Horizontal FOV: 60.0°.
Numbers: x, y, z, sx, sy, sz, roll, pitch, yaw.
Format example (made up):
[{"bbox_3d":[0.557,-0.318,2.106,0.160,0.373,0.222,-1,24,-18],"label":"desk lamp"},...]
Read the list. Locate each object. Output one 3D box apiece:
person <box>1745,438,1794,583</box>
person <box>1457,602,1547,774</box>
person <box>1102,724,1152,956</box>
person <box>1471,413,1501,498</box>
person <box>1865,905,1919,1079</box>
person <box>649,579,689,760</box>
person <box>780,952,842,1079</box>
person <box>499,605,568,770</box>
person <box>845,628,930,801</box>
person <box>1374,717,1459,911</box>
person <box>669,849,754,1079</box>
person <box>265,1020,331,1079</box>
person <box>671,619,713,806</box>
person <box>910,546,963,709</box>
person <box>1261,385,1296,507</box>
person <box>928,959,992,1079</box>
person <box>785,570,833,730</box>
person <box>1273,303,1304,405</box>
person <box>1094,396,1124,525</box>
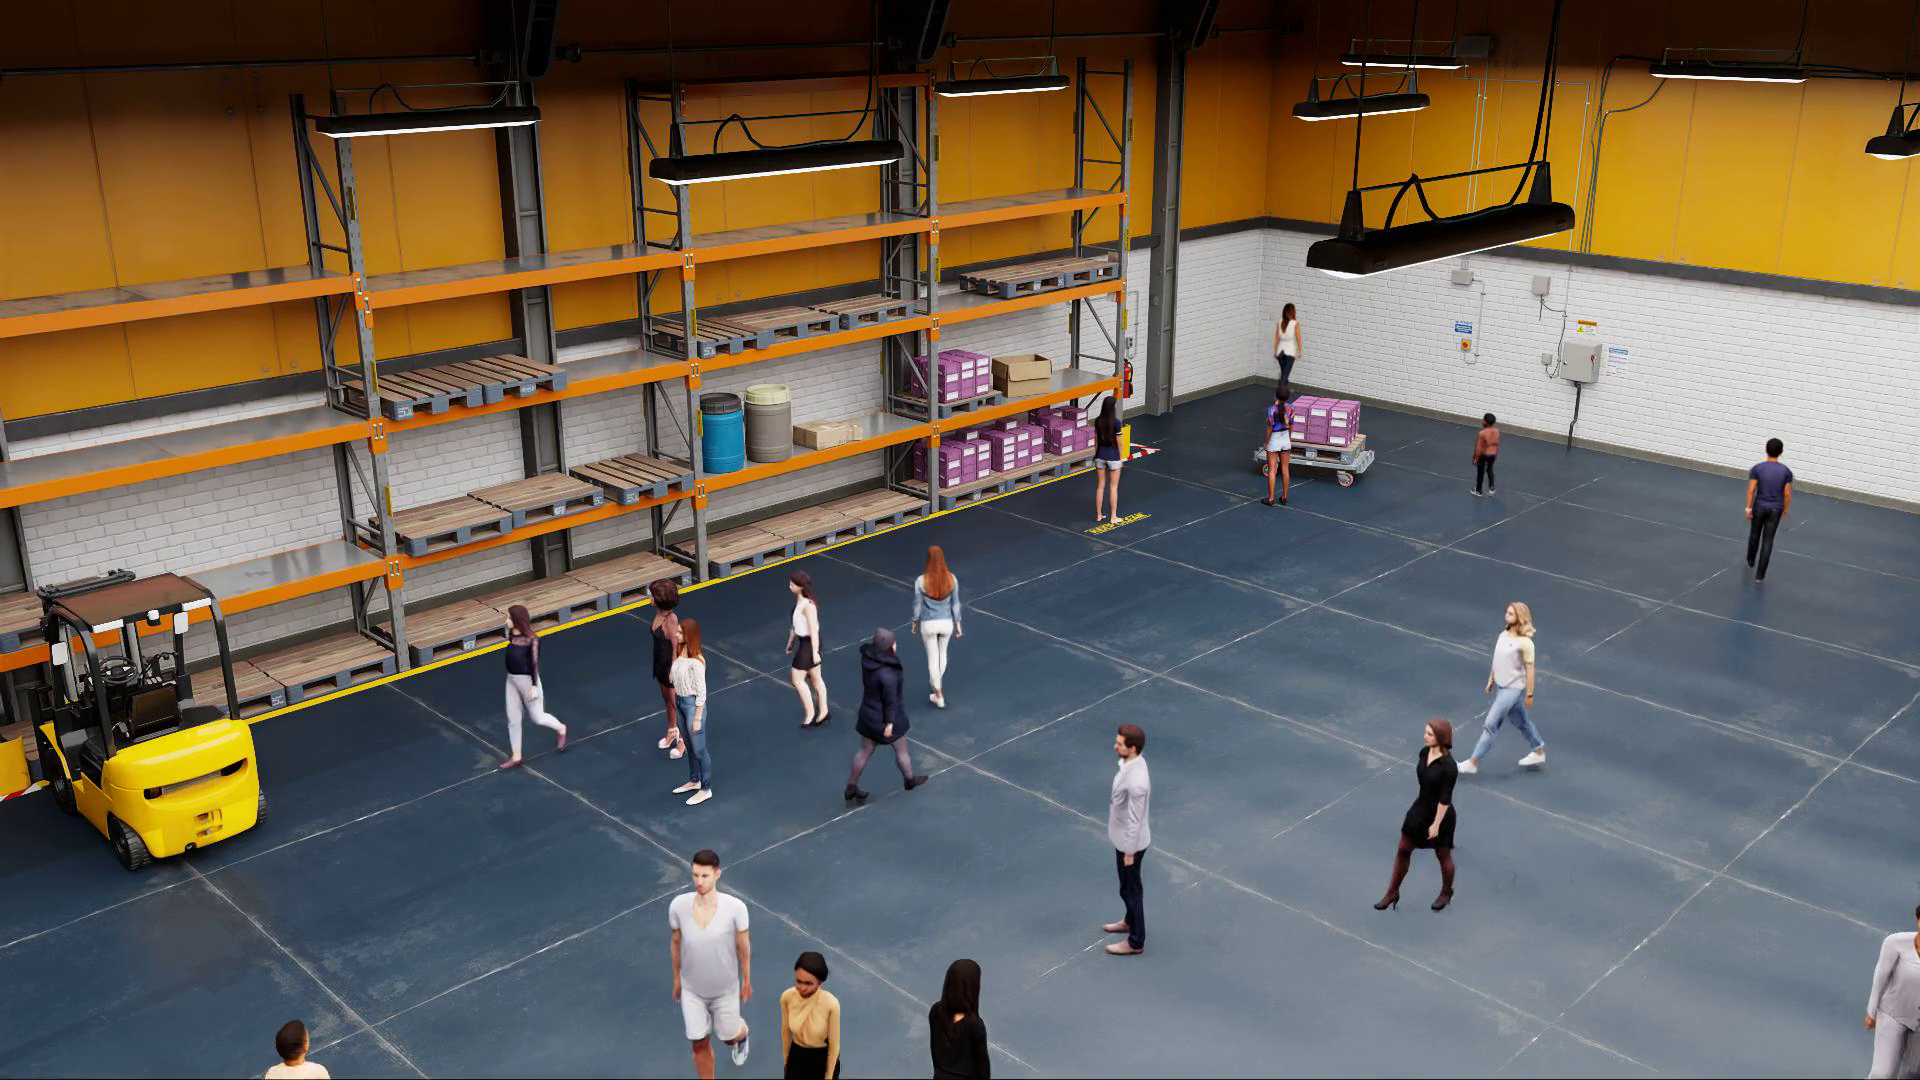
[{"bbox_3d":[9.922,-0.328,20.432,0.884,1.744,1.233,9,21,26],"label":"person"},{"bbox_3d":[5.185,1.397,15.431,1.266,1.668,1.057,-4,19,-13],"label":"person"},{"bbox_3d":[1.298,2.244,12.636,0.814,1.847,0.740,1,19,3],"label":"person"},{"bbox_3d":[7.576,-1.209,23.827,0.663,1.249,0.725,-6,19,-17],"label":"person"},{"bbox_3d":[6.047,3.004,10.580,0.806,1.718,0.887,6,20,17],"label":"person"},{"bbox_3d":[-2.761,1.207,15.806,0.611,1.788,0.618,-11,21,-29],"label":"person"},{"bbox_3d":[-0.858,3.192,10.150,0.784,1.637,0.899,4,19,12],"label":"person"},{"bbox_3d":[-4.040,1.364,15.653,0.666,1.589,0.991,14,23,37],"label":"person"},{"bbox_3d":[-0.777,1.594,14.897,1.108,1.635,0.771,-12,22,-33],"label":"person"},{"bbox_3d":[3.807,2.179,13.092,0.999,1.679,0.793,-9,20,-24],"label":"person"},{"bbox_3d":[-1.607,2.838,10.884,1.016,1.840,1.119,2,19,7],"label":"person"},{"bbox_3d":[-3.799,3.468,9.625,0.780,1.449,0.831,-1,19,-2],"label":"person"},{"bbox_3d":[-2.414,1.519,14.974,0.564,1.729,0.615,-12,22,-32],"label":"person"},{"bbox_3d":[-0.214,0.914,16.853,0.887,1.675,0.899,-6,19,-16],"label":"person"},{"bbox_3d":[4.500,-1.342,23.446,0.604,1.743,0.725,-6,20,-17],"label":"person"},{"bbox_3d":[-0.003,3.257,9.949,0.610,1.642,0.577,12,22,32],"label":"person"},{"bbox_3d":[-1.406,1.085,16.442,0.774,1.614,0.714,-6,19,-16],"label":"person"},{"bbox_3d":[5.660,-3.204,28.988,0.667,1.735,1.085,14,23,36],"label":"person"},{"bbox_3d":[2.015,-1.099,22.690,0.619,1.766,0.590,12,22,32],"label":"person"}]
